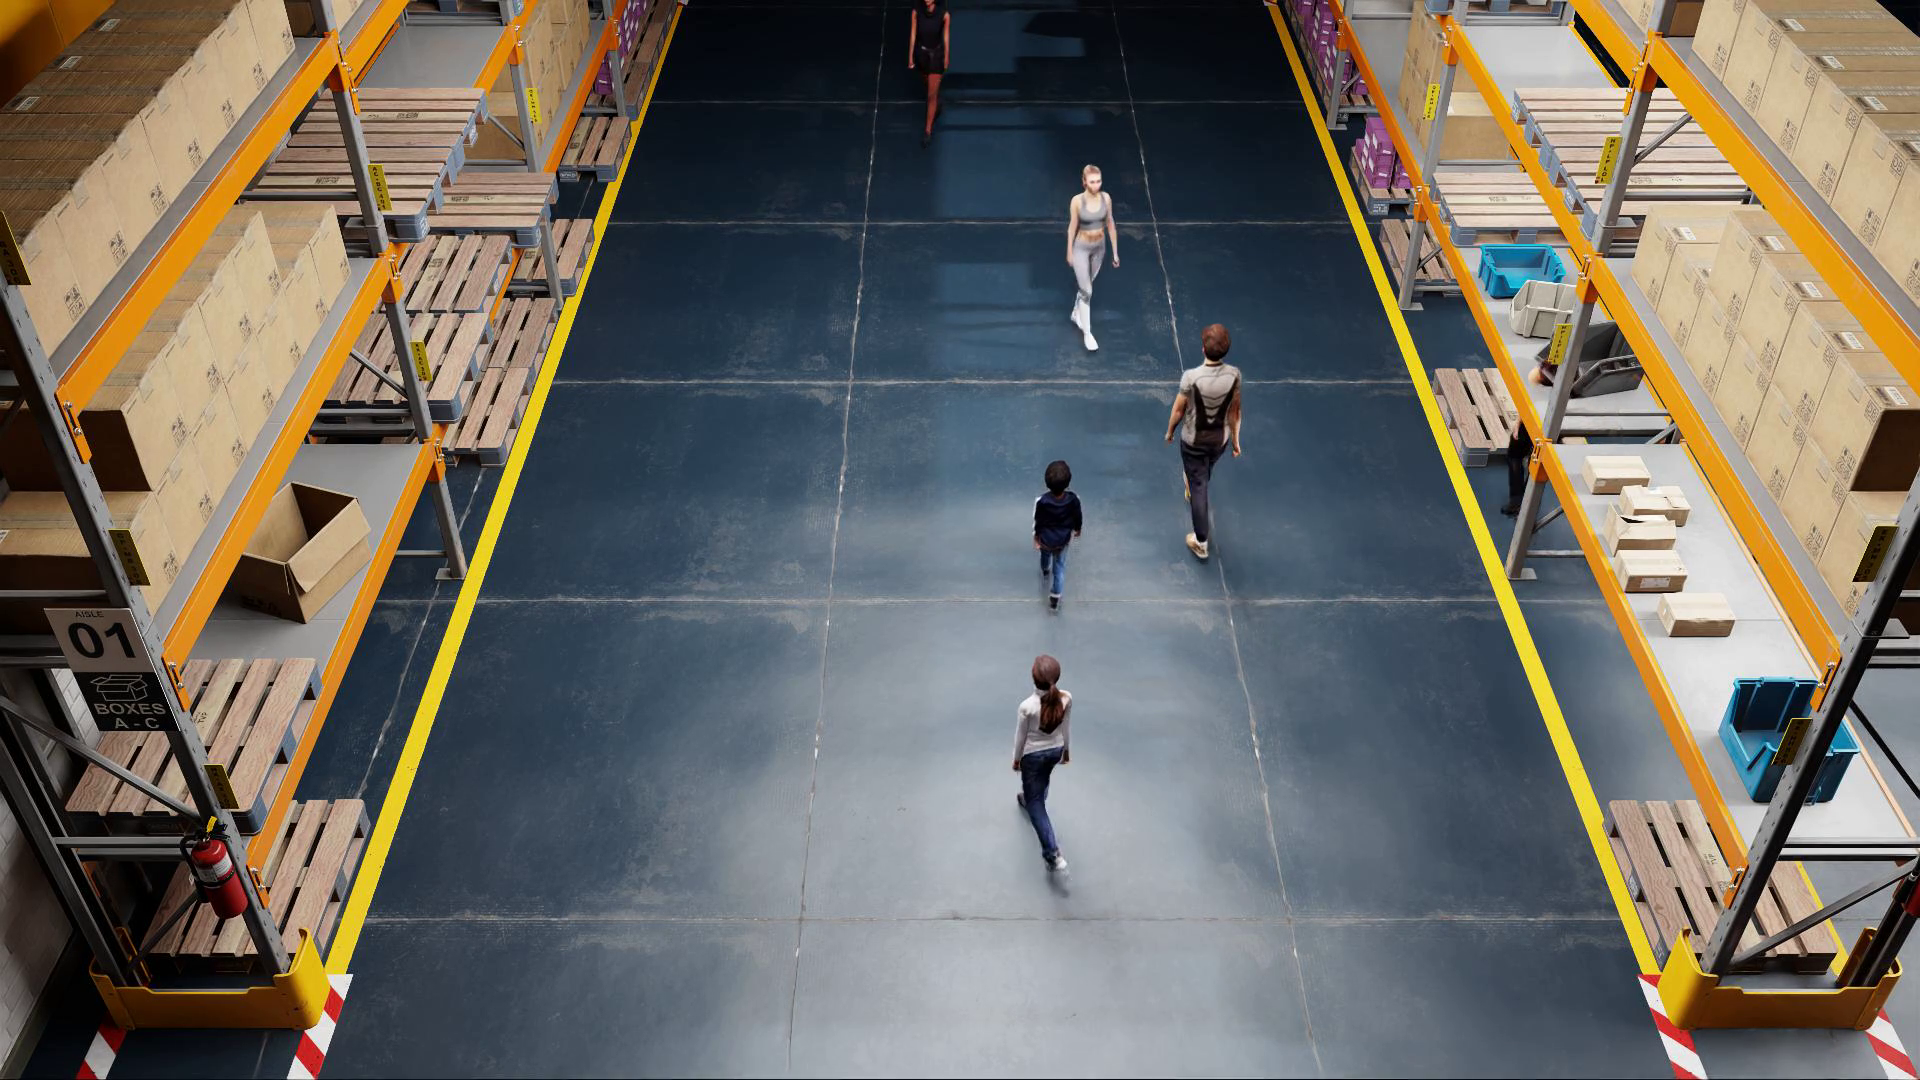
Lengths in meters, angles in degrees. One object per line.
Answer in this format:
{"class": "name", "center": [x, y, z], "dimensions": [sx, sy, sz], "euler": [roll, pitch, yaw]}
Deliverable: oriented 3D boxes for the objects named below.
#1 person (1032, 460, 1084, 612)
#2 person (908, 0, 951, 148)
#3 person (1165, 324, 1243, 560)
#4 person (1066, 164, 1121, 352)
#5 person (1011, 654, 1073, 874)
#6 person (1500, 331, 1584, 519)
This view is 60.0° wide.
{"class": "person", "center": [0.703, -0.011, 12.182], "dimensions": [0.535, 1.187, 0.817], "euler": [-1, 39, -1]}
{"class": "person", "center": [-0.315, -5.341, 18.449], "dimensions": [0.853, 1.696, 1.278], "euler": [10, 40, 13]}
{"class": "person", "center": [1.869, -0.696, 12.514], "dimensions": [0.818, 1.844, 1.249], "euler": [-6, 39, -7]}
{"class": "person", "center": [1.134, -2.643, 15.086], "dimensions": [0.812, 1.676, 1.027], "euler": [-16, 41, -19]}
{"class": "person", "center": [0.529, 1.364, 10.184], "dimensions": [0.786, 1.532, 1.083], "euler": [-15, 41, -18]}
{"class": "person", "center": [4.502, -0.854, 12.839], "dimensions": [0.575, 1.686, 0.728], "euler": [0, 39, 0]}
